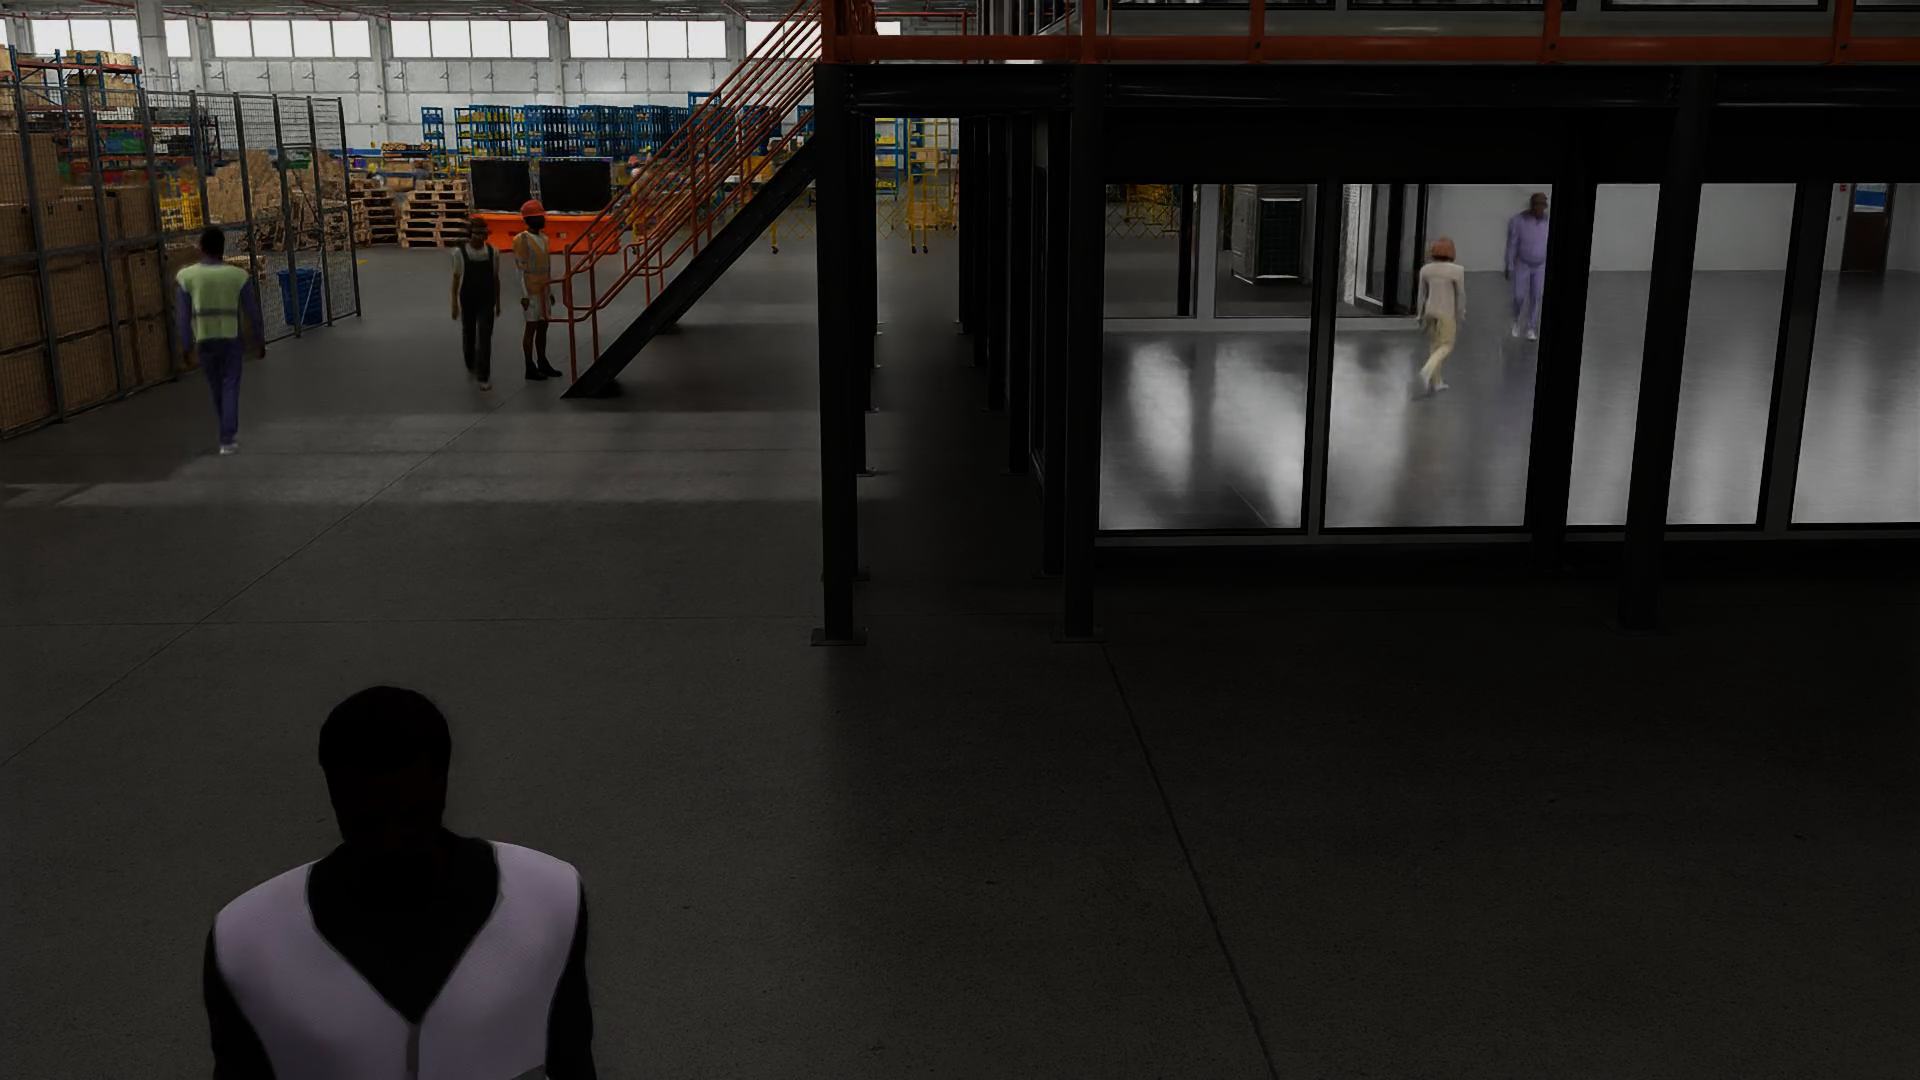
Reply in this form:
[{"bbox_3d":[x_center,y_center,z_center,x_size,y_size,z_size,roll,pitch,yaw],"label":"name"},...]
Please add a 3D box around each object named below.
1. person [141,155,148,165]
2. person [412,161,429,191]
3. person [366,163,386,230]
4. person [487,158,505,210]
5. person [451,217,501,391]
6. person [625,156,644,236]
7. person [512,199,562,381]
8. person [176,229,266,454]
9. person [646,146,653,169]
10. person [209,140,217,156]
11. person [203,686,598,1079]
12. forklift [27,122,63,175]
[{"bbox_3d":[-34.790,-15.976,71.388,0.598,1.806,0.830,-2,14,-9],"label":"person"},{"bbox_3d":[-16.814,-11.017,51.921,0.512,1.607,0.681,-3,14,-12],"label":"person"},{"bbox_3d":[-14.241,-8.200,40.289,0.820,1.798,0.626,-5,15,-19],"label":"person"},{"bbox_3d":[-12.726,-9.489,45.262,0.550,1.908,0.924,14,19,43],"label":"person"},{"bbox_3d":[-5.117,-2.506,17.543,0.535,1.809,0.785,-8,16,-28],"label":"person"},{"bbox_3d":[-8.033,-8.495,41.116,0.457,1.972,0.646,4,15,15],"label":"person"},{"bbox_3d":[-4.595,-2.716,18.091,0.345,1.940,0.551,5,15,20],"label":"person"},{"bbox_3d":[-6.297,-1.715,14.247,0.621,1.862,1.008,-3,14,-12],"label":"person"},{"bbox_3d":[-13.955,-16.805,74.755,0.309,1.771,0.529,-3,14,-11],"label":"person"},{"bbox_3d":[-38.925,-19.862,86.594,0.622,1.963,0.921,-9,17,-32],"label":"person"},{"bbox_3d":[-0.884,1.136,2.748,0.597,1.915,0.371,-6,15,-22],"label":"person"},{"bbox_3d":[-35.376,-14.773,64.377,1.129,2.768,1.873,-1,14,-2],"label":"forklift"}]
